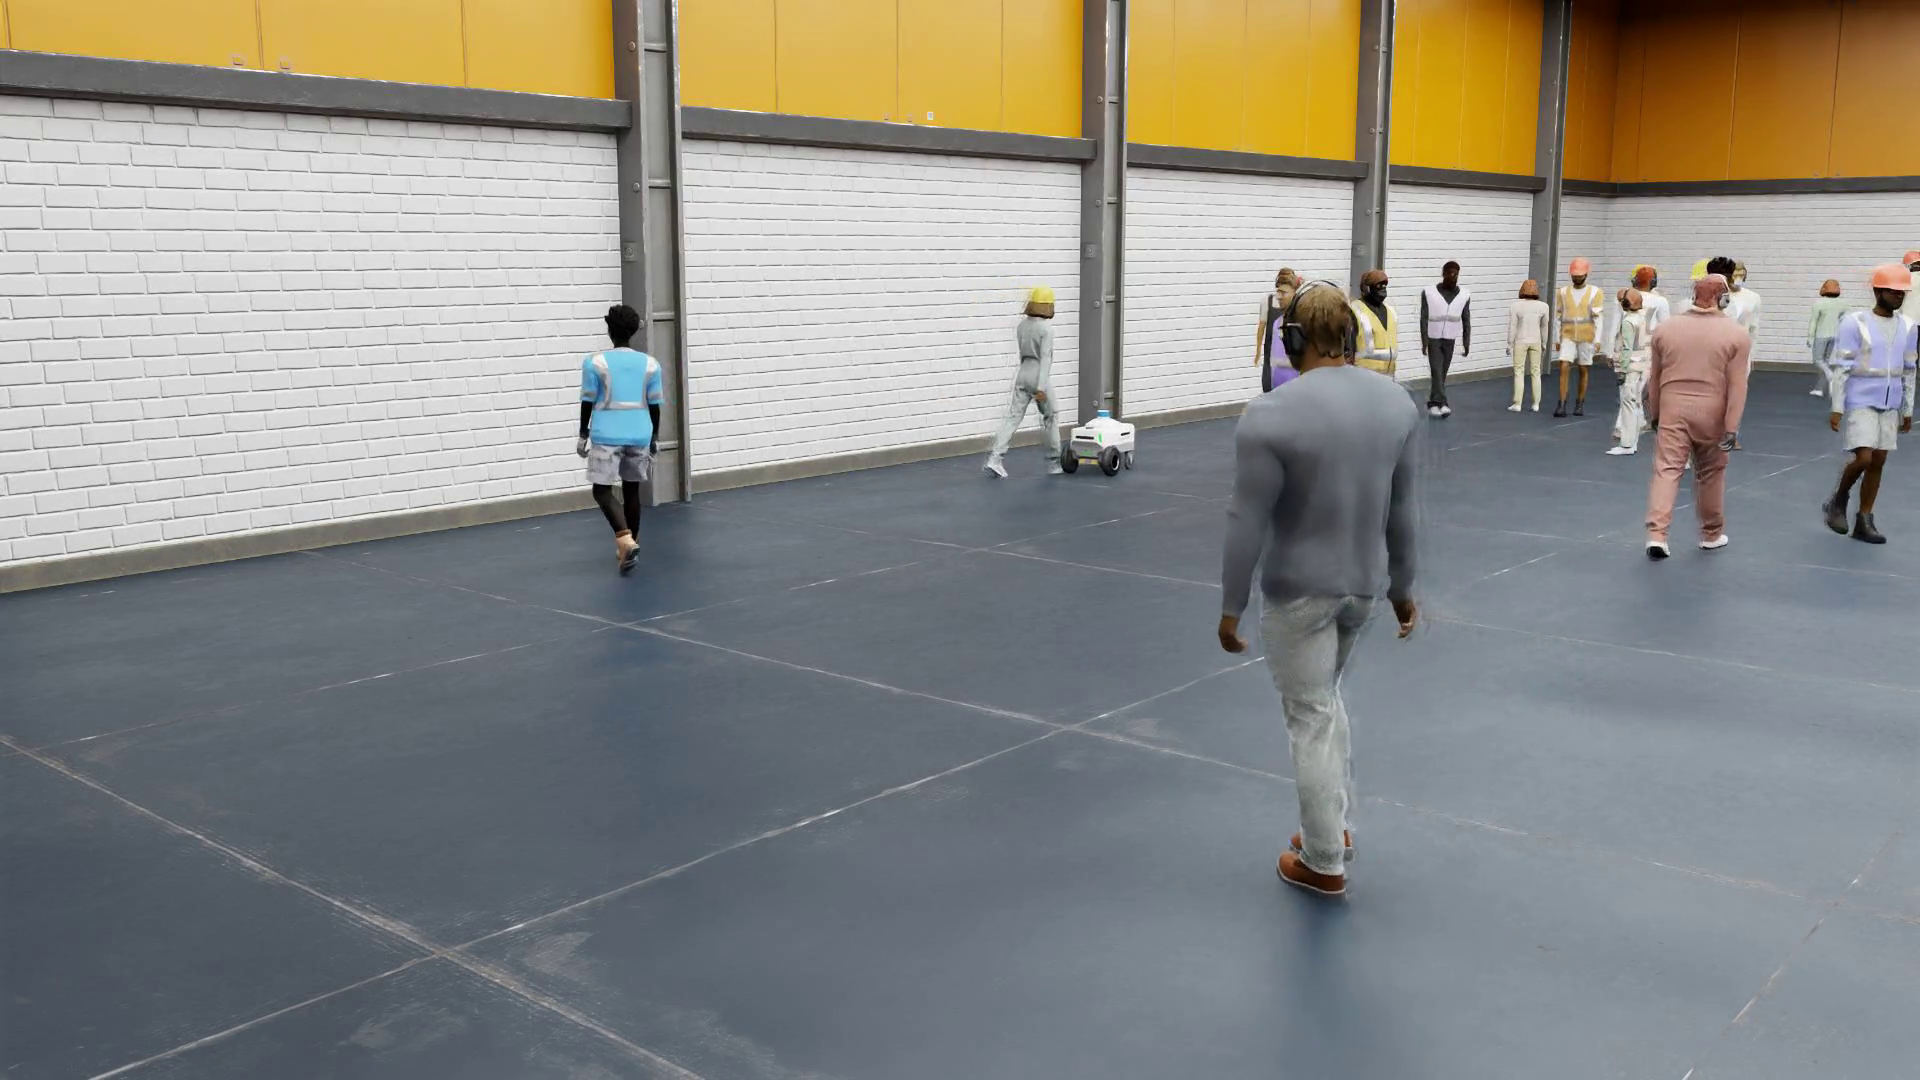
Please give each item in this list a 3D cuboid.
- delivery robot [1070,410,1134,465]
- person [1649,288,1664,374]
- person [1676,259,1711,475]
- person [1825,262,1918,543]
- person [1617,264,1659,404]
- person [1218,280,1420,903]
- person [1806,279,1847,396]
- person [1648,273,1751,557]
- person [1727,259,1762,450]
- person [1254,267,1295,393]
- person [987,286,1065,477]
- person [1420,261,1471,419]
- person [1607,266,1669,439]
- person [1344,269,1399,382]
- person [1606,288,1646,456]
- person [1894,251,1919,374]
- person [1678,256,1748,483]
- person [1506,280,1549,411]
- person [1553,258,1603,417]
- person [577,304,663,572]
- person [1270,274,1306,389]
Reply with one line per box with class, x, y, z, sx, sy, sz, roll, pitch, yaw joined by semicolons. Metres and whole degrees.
delivery robot;1.291;-0.929;15.030;0.477;0.478;0.707;6;12;32
person;10.789;-3.407;26.155;0.537;1.695;0.320;-1;10;-8
person;6.628;-1.543;14.888;0.387;1.924;0.593;-8;12;-37
person;6.275;-0.931;11.409;0.576;1.924;0.415;-1;10;-7
person;8.770;-2.638;21.435;0.440;1.813;0.611;0;10;2
person;1.079;0.157;5.217;0.664;1.921;0.564;-5;11;-27
person;11.807;-2.742;22.607;0.508;1.608;0.654;-1;10;-7
person;4.829;-0.815;10.943;0.647;1.865;0.984;8;13;38
person;7.794;-1.900;16.970;0.640;1.916;0.833;1;10;3
person;3.452;-2.014;17.866;0.536;1.830;0.668;4;11;20
person;0.622;-1.403;14.745;0.913;1.699;0.489;-9;13;-41
person;5.786;-2.378;19.835;0.606;1.857;0.970;-1;10;-6
person;7.239;-1.989;17.714;1.001;1.832;0.600;-8;13;-39
person;3.462;-1.347;14.019;0.627;1.844;0.429;-7;12;-34
person;6.545;-1.642;16.284;0.314;1.636;0.515;7;12;34
person;13.262;-3.039;23.243;0.627;1.992;0.414;-2;10;-14
person;6.383;-1.432;14.175;0.608;1.953;0.449;-2;10;-10
person;7.046;-2.412;20.670;0.504;1.632;0.268;0;10;0
person;7.387;-2.406;19.892;0.573;1.887;0.900;5;11;28
person;-2.118;-0.640;10.460;0.547;1.676;0.667;-7;12;-35
person;2.585;-1.083;12.548;0.660;1.831;0.559;-4;11;-20
